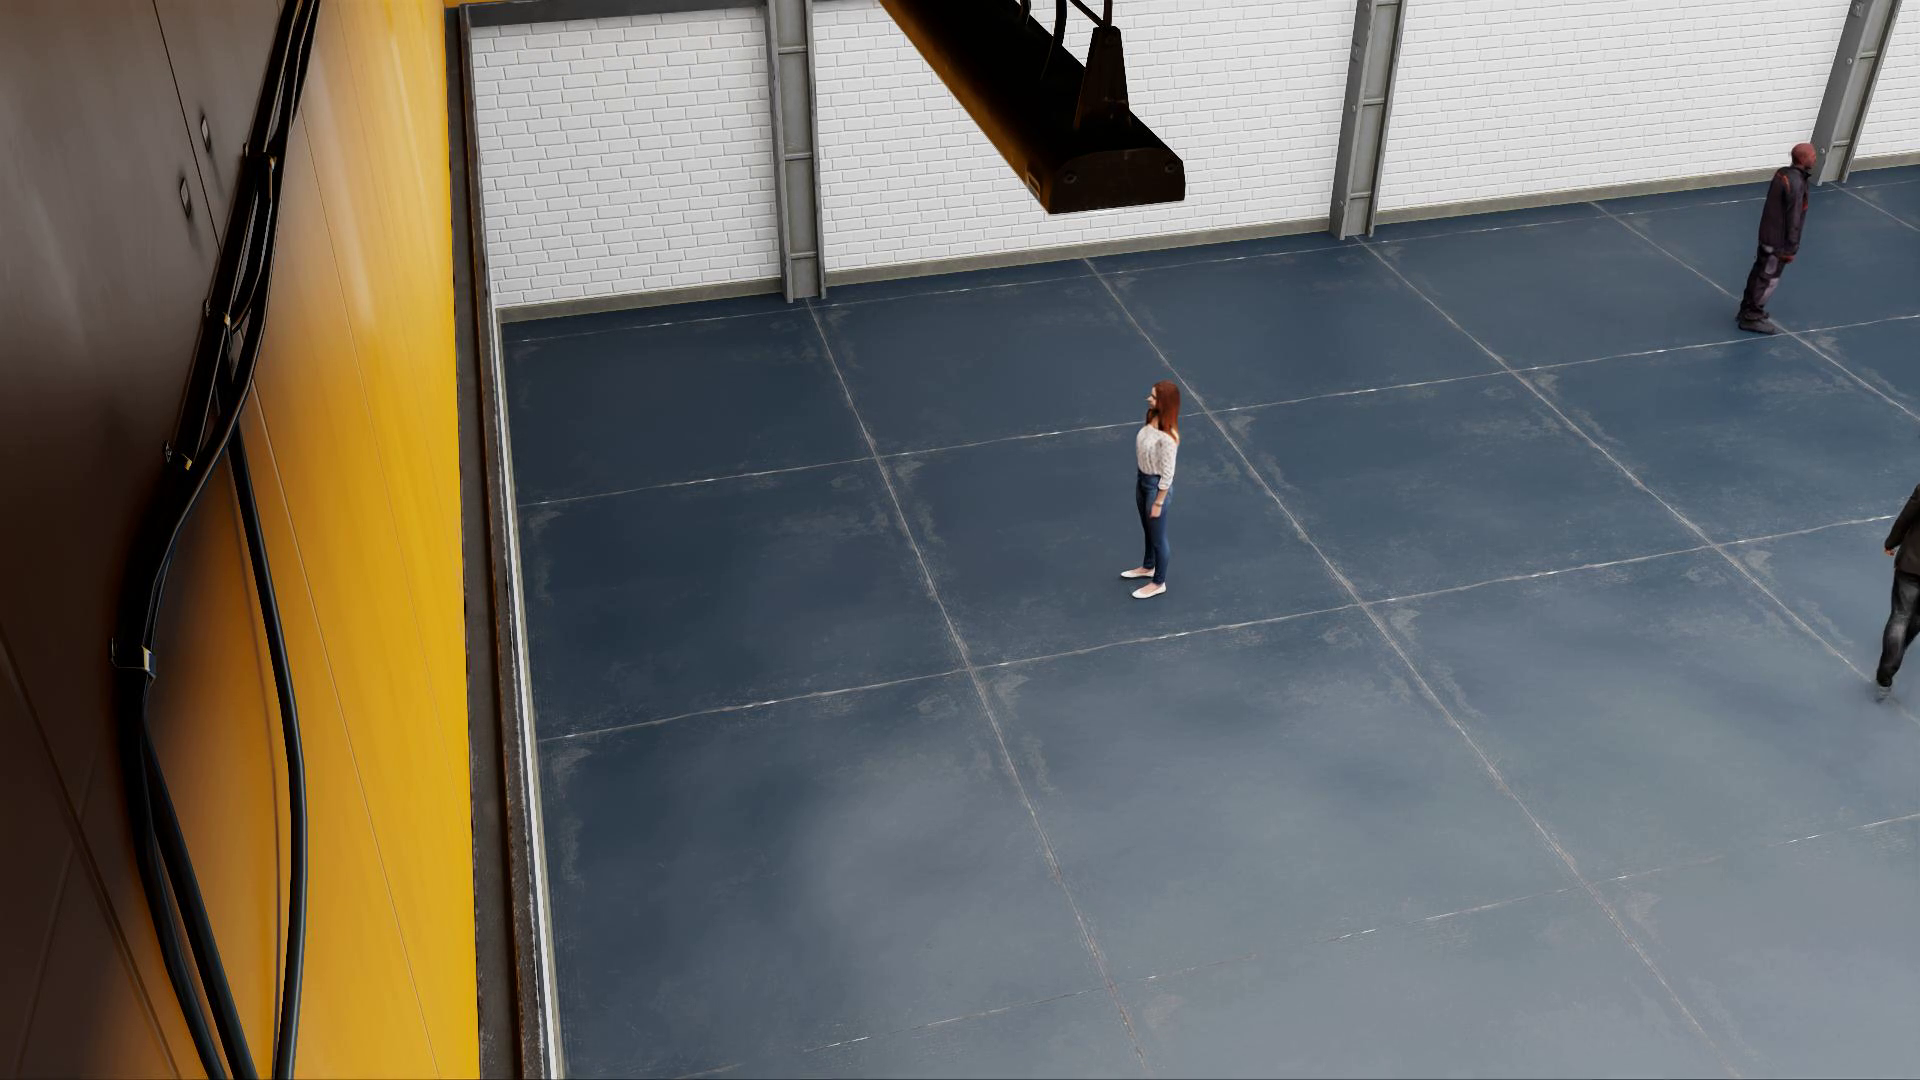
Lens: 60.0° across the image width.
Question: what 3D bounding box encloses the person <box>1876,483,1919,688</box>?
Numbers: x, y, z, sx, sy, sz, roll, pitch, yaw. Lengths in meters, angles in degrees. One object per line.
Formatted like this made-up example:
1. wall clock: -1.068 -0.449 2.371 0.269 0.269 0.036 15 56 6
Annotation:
1. person: 6.446 0.201 11.098 1.158 1.769 1.211 17 37 24

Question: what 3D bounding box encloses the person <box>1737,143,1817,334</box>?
1. person: 7.671 -2.866 15.662 0.740 1.824 0.780 3 34 4

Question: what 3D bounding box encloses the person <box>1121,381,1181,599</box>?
1. person: 1.415 -0.381 12.010 0.514 1.728 0.577 -7 34 -10
